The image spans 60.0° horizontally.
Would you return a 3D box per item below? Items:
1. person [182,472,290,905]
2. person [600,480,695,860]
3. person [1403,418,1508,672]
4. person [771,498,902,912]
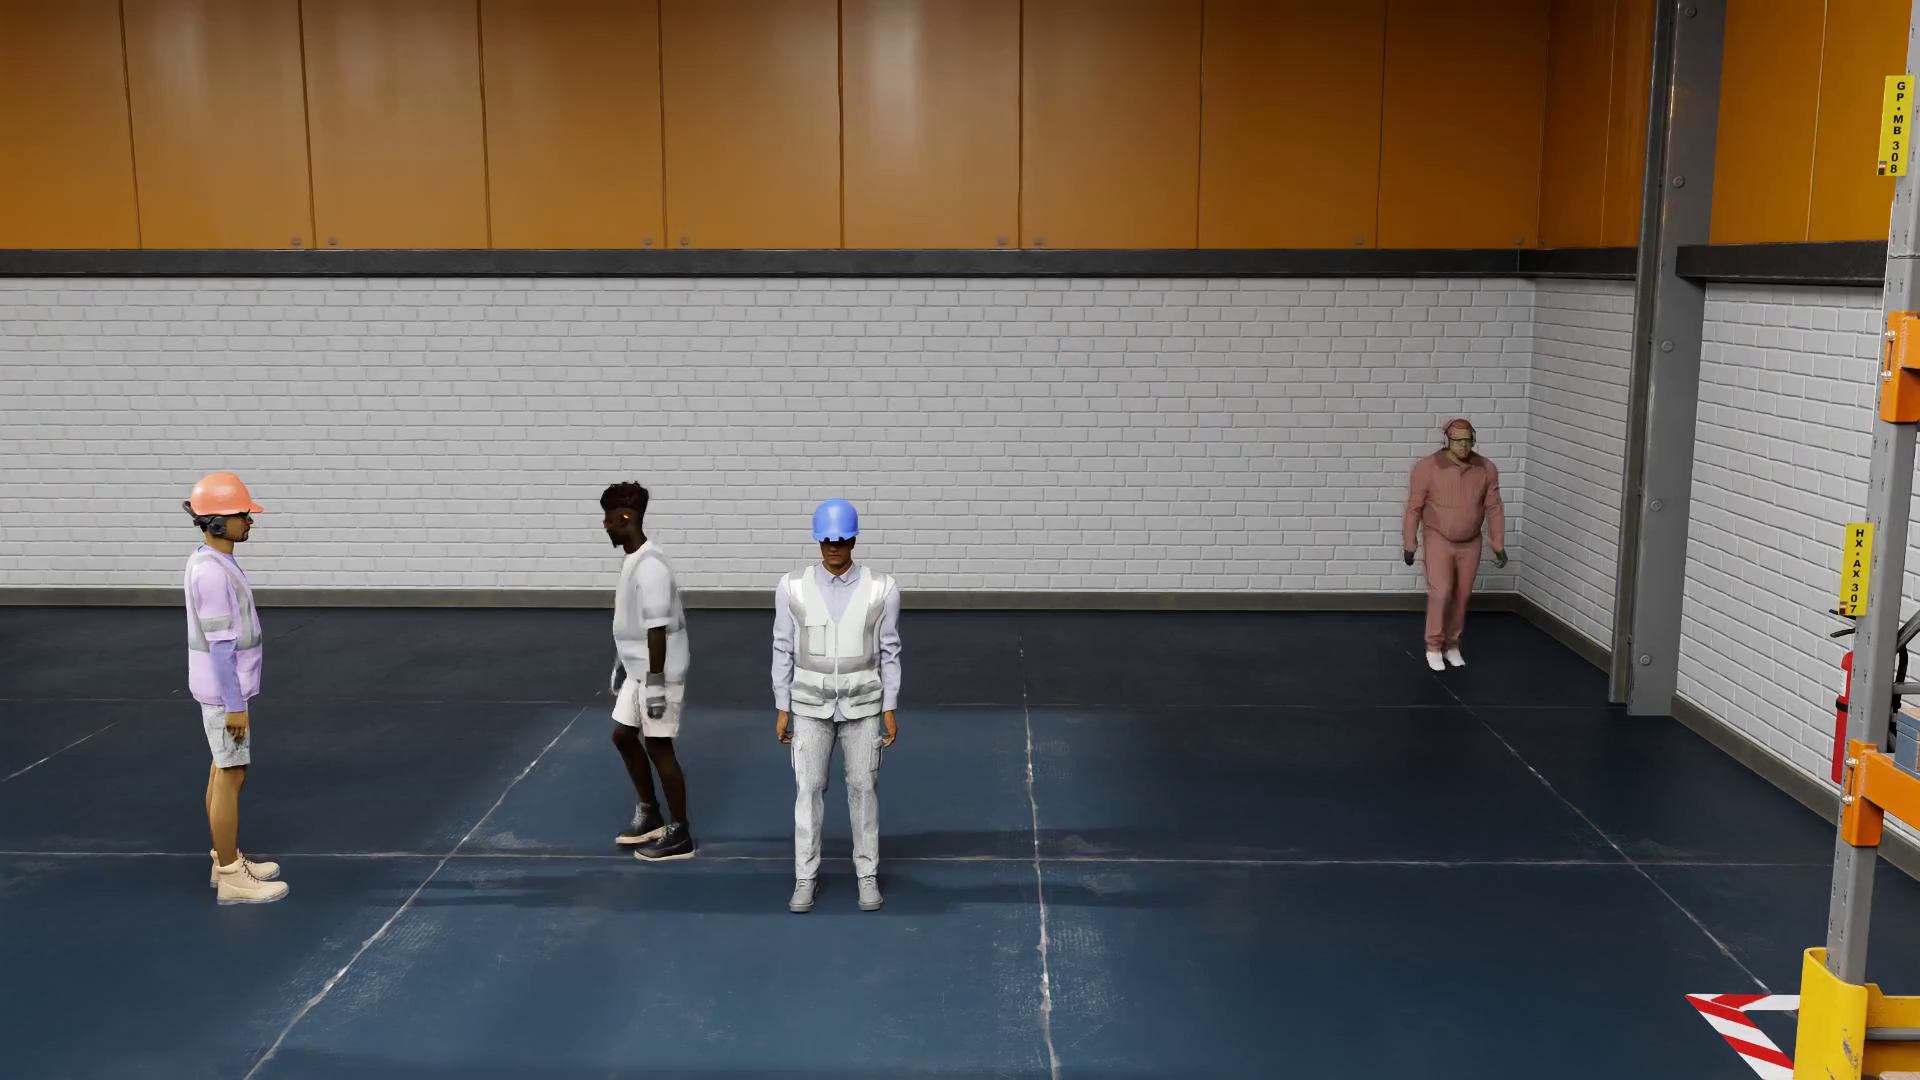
[{"bbox_3d":[-3.449,0.696,7.891,0.378,2.045,0.605,-5,11,-26],"label":"person"},{"bbox_3d":[-1.601,0.656,8.508,0.428,1.929,0.618,-4,10,-21],"label":"person"},{"bbox_3d":[3.671,0.042,12.305,0.682,1.883,0.634,-1,10,-6],"label":"person"},{"bbox_3d":[-0.573,0.766,7.761,0.605,1.948,0.384,-1,9,-3],"label":"person"}]
